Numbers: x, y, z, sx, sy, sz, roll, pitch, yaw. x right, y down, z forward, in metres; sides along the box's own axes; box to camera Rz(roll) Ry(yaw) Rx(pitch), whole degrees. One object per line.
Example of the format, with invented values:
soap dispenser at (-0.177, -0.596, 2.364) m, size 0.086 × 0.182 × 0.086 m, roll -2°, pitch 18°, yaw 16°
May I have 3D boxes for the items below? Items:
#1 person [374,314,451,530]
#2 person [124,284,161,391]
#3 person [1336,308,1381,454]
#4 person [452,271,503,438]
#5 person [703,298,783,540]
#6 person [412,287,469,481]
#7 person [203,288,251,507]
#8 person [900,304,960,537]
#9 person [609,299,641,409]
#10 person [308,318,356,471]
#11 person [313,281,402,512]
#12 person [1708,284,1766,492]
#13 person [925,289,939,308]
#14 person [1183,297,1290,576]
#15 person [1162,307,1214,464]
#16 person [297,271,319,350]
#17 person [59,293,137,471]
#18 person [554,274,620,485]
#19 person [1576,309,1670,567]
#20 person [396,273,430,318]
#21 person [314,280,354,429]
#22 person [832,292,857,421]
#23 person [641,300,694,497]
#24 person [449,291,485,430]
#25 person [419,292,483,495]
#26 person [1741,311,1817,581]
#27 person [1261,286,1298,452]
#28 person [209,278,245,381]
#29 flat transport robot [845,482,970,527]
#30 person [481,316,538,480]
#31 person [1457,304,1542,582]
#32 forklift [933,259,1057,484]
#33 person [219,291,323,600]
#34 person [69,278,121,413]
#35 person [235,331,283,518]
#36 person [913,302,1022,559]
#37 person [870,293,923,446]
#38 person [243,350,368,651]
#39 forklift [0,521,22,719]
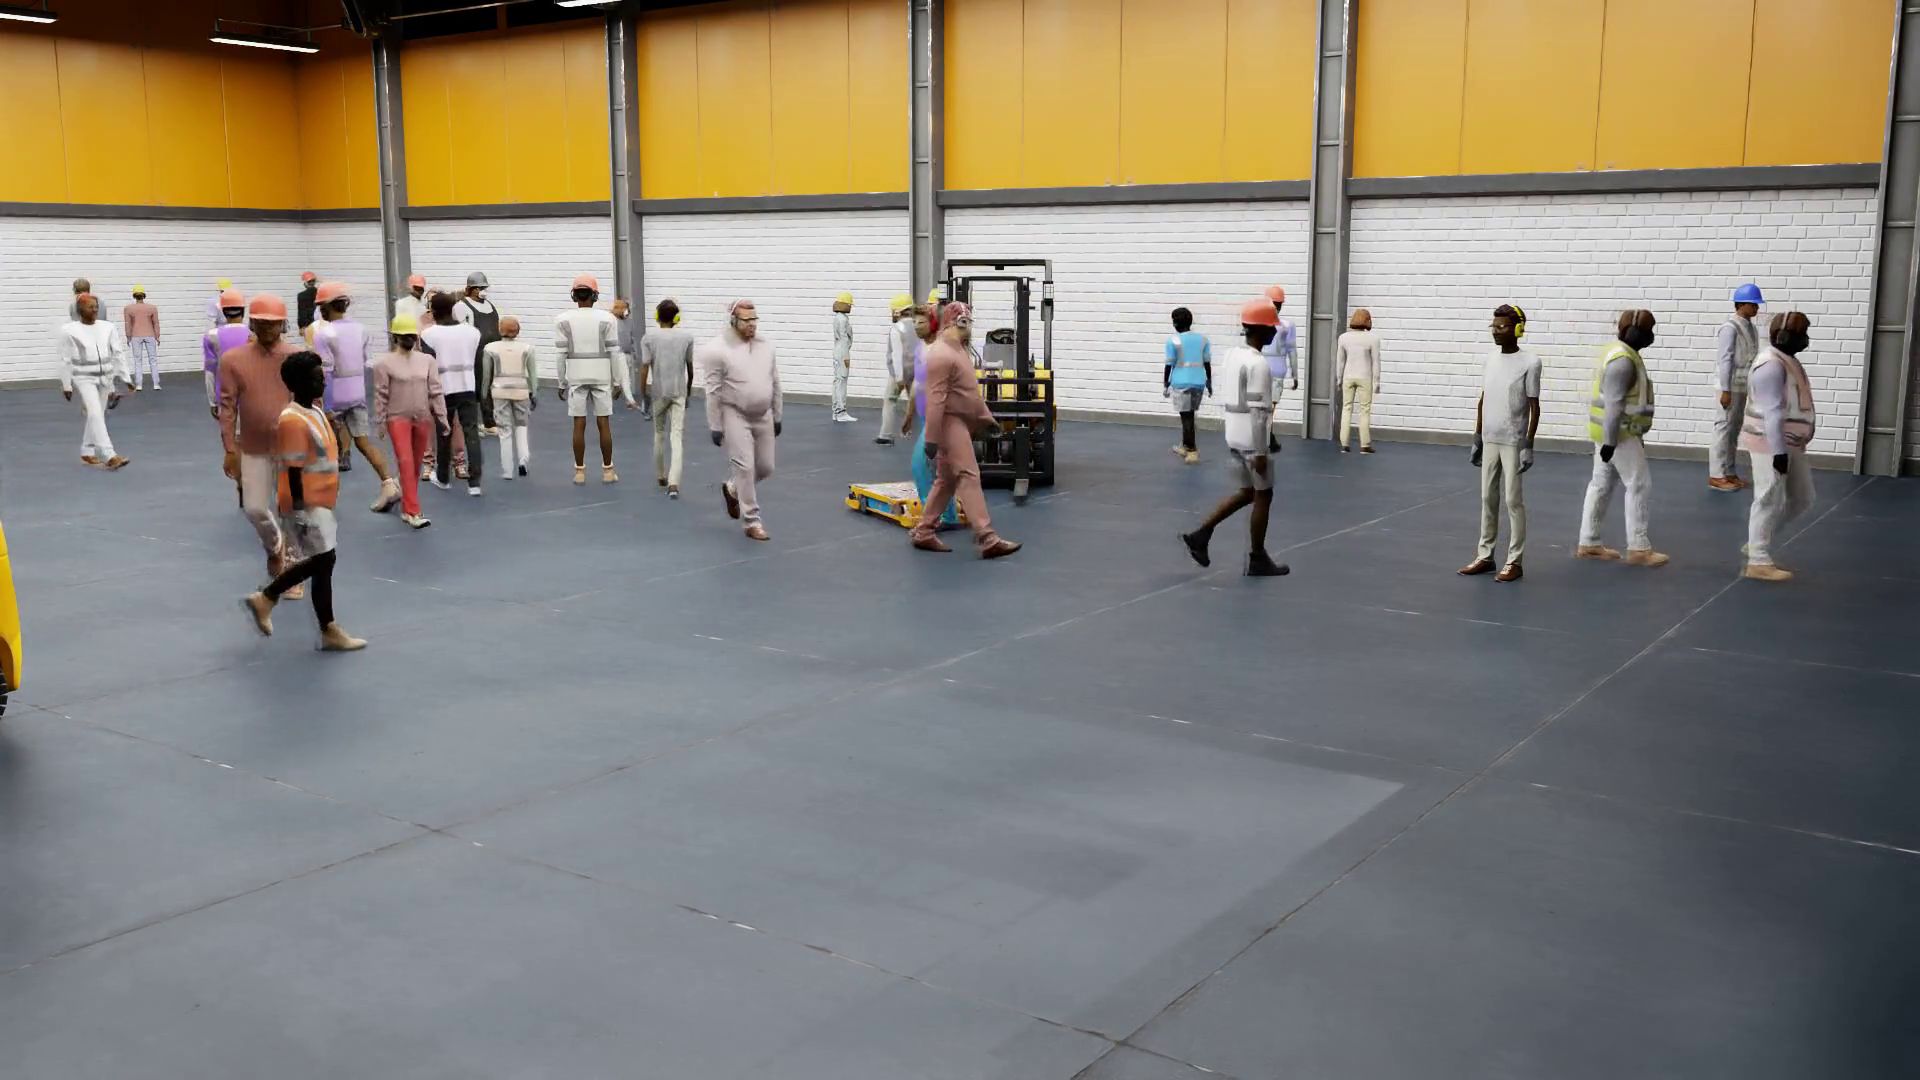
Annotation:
person at (-4.381, -0.942, 13.407) m, size 0.845 × 1.733 × 0.527 m, roll 9°, pitch 13°, yaw 44°
person at (-13.616, -3.366, 27.717) m, size 0.525 × 1.772 × 0.309 m, roll -5°, pitch 11°, yaw -27°
person at (4.481, -1.784, 18.701) m, size 0.507 × 1.630 × 0.268 m, roll 6°, pitch 11°, yaw 33°
person at (-5.854, -2.275, 20.414) m, size 0.538 × 2.000 × 0.683 m, roll 5°, pitch 11°, yaw 27°
person at (-1.724, -0.954, 13.037) m, size 0.682 × 1.876 × 0.706 m, roll -8°, pitch 12°, yaw -39°
person at (-5.124, -1.537, 16.416) m, size 0.650 × 1.907 × 0.409 m, roll -4°, pitch 10°, yaw -21°
person at (-6.403, -1.276, 14.827) m, size 0.566 × 1.911 × 0.814 m, roll -3°, pitch 10°, yaw -19°
person at (-0.270, -0.940, 13.120) m, size 0.666 × 1.819 × 0.582 m, roll -3°, pitch 10°, yaw -19°
person at (-5.008, -2.738, 24.454) m, size 0.758 × 1.606 × 0.505 m, roll 5°, pitch 11°, yaw 29°
person at (-6.510, -1.696, 17.397) m, size 0.551 × 1.908 × 0.911 m, roll -3°, pitch 10°, yaw -16°
person at (-5.250, -1.217, 14.295) m, size 1.001 × 2.008 × 0.619 m, roll 5°, pitch 11°, yaw 25°
person at (7.335, -1.437, 15.696) m, size 0.606 × 1.947 × 0.406 m, roll -9°, pitch 13°, yaw -44°
person at (-0.211, -2.231, 20.827) m, size 0.502 × 1.816 × 0.595 m, roll 9°, pitch 13°, yaw 42°
person at (1.922, -0.686, 11.321) m, size 0.656 × 1.917 × 0.555 m, roll -2°, pitch 10°, yaw -11°
person at (2.396, -1.667, 17.913) m, size 0.564 × 1.651 × 0.805 m, roll -4°, pitch 10°, yaw -22°
person at (-11.903, -3.968, 30.662) m, size 0.626 × 1.980 × 0.636 m, roll 8°, pitch 12°, yaw 39°
person at (-8.953, -1.632, 17.232) m, size 1.012 × 1.831 × 0.592 m, roll 6°, pitch 11°, yaw 32°
person at (-3.583, -1.539, 16.053) m, size 0.605 × 2.033 × 0.391 m, roll -1°, pitch 10°, yaw -8°
person at (4.819, -0.732, 11.859) m, size 0.732 × 1.815 × 0.651 m, roll 3°, pitch 10°, yaw 19°
person at (-7.742, -2.797, 23.685) m, size 0.538 × 1.983 × 0.634 m, roll 8°, pitch 12°, yaw 38°
person at (-8.017, -2.392, 21.508) m, size 0.407 × 1.908 × 0.641 m, roll 3°, pitch 10°, yaw 16°
person at (-1.569, -2.478, 22.527) m, size 0.307 × 1.737 × 0.484 m, roll -3°, pitch 10°, yaw -16°
person at (-2.710, -1.315, 15.436) m, size 0.488 × 1.804 × 1.061 m, roll -2°, pitch 10°, yaw -11°
person at (-6.339, -2.278, 21.217) m, size 0.979 × 1.783 × 0.637 m, roll 0°, pitch 10°, yaw -2°
person at (-4.719, -1.360, 15.485) m, size 0.610 × 1.856 × 0.975 m, roll -6°, pitch 11°, yaw -33°
person at (5.531, -0.626, 11.222) m, size 0.451 × 1.829 × 0.629 m, roll 9°, pitch 13°, yaw 42°
person at (3.439, -1.861, 18.435) m, size 0.563 × 1.886 × 1.005 m, roll 5°, pitch 11°, yaw 28°
person at (-12.446, -3.499, 28.232) m, size 0.984 × 1.873 × 0.637 m, roll 9°, pitch 13°, yaw 44°
flat transport robot at (-0.404, -0.319, 14.023) m, size 0.652 × 0.197 × 1.431 m, roll -4°, pitch 11°, yaw -25°
person at (-4.463, -1.405, 16.479) m, size 0.540 × 1.622 × 0.378 m, roll -4°, pitch 10°, yaw -23°
person at (3.674, -0.653, 11.264) m, size 0.328 × 1.872 × 0.514 m, roll -6°, pitch 11°, yaw -32°
forklift at (0.370, -1.738, 16.759) m, size 1.214 × 2.155 × 2.313 m, roll 1°, pitch 10°, yaw 3°
person at (-4.427, -0.619, 10.746) m, size 0.625 × 1.974 × 0.617 m, roll -3°, pitch 10°, yaw -15°
person at (-12.302, -2.745, 23.564) m, size 0.495 × 1.920 × 0.648 m, roll 2°, pitch 10°, yaw 13°
person at (-5.710, -0.929, 13.640) m, size 0.382 × 1.612 × 0.575 m, roll 8°, pitch 13°, yaw 41°
person at (0.033, -0.803, 12.197) m, size 0.822 × 1.862 × 0.640 m, roll 1°, pitch 10°, yaw 7°
person at (-0.598, -1.964, 19.302) m, size 0.895 × 1.796 × 0.589 m, roll 7°, pitch 12°, yaw 34°
person at (-3.654, -0.205, 9.166) m, size 0.625 × 1.679 × 0.540 m, roll -1°, pitch 10°, yaw -6°
forklift at (-5.296, -0.090, 6.943) m, size 1.214 × 2.155 × 2.313 m, roll 7°, pitch 12°, yaw 35°
